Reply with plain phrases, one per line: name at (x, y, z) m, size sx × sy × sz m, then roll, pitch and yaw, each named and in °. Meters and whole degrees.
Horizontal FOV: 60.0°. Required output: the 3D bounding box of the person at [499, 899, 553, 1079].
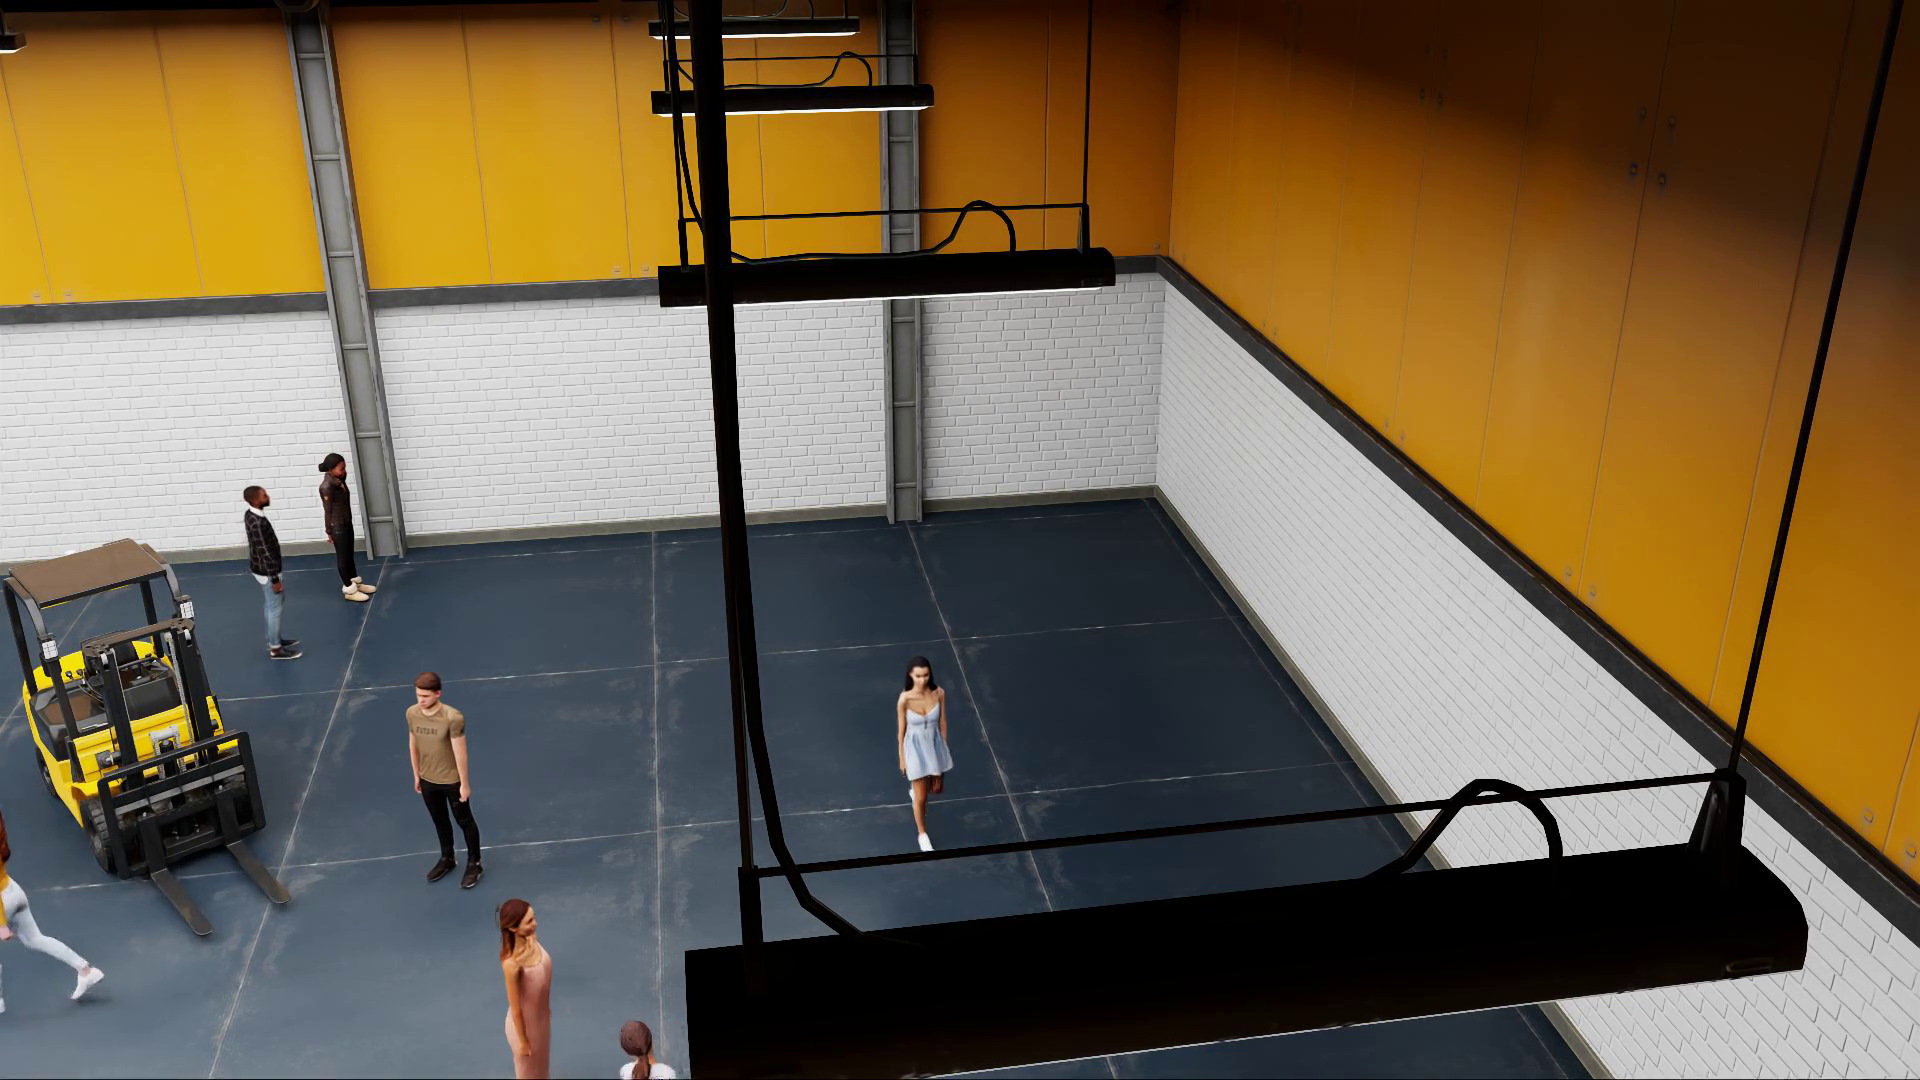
person at (-2.683, 2.999, 10.318) m, size 0.587 × 1.832 × 0.639 m, roll 1°, pitch 24°, yaw 3°

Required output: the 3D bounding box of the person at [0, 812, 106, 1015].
person at (-6.511, 2.546, 11.502) m, size 1.178 × 1.713 × 0.627 m, roll -5°, pitch 24°, yaw -11°

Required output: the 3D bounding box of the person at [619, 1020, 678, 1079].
person at (-1.728, 3.462, 9.628) m, size 0.759 × 1.537 × 0.686 m, roll -21°, pitch 31°, yaw -40°

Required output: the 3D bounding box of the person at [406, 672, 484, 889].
person at (-4.015, 1.836, 12.957) m, size 0.655 × 1.849 × 0.791 m, roll 7°, pitch 25°, yaw 15°

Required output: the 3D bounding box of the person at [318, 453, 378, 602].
person at (-6.617, -0.150, 17.736) m, size 0.597 × 1.660 × 0.644 m, roll -4°, pitch 24°, yaw -9°

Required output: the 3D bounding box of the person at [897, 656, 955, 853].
person at (-0.323, 1.676, 13.487) m, size 0.833 × 1.717 × 0.758 m, roll -9°, pitch 25°, yaw -19°

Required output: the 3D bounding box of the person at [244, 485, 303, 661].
person at (-6.882, 0.305, 16.494) m, size 0.663 × 1.820 × 0.735 m, roll -12°, pitch 26°, yaw -25°
